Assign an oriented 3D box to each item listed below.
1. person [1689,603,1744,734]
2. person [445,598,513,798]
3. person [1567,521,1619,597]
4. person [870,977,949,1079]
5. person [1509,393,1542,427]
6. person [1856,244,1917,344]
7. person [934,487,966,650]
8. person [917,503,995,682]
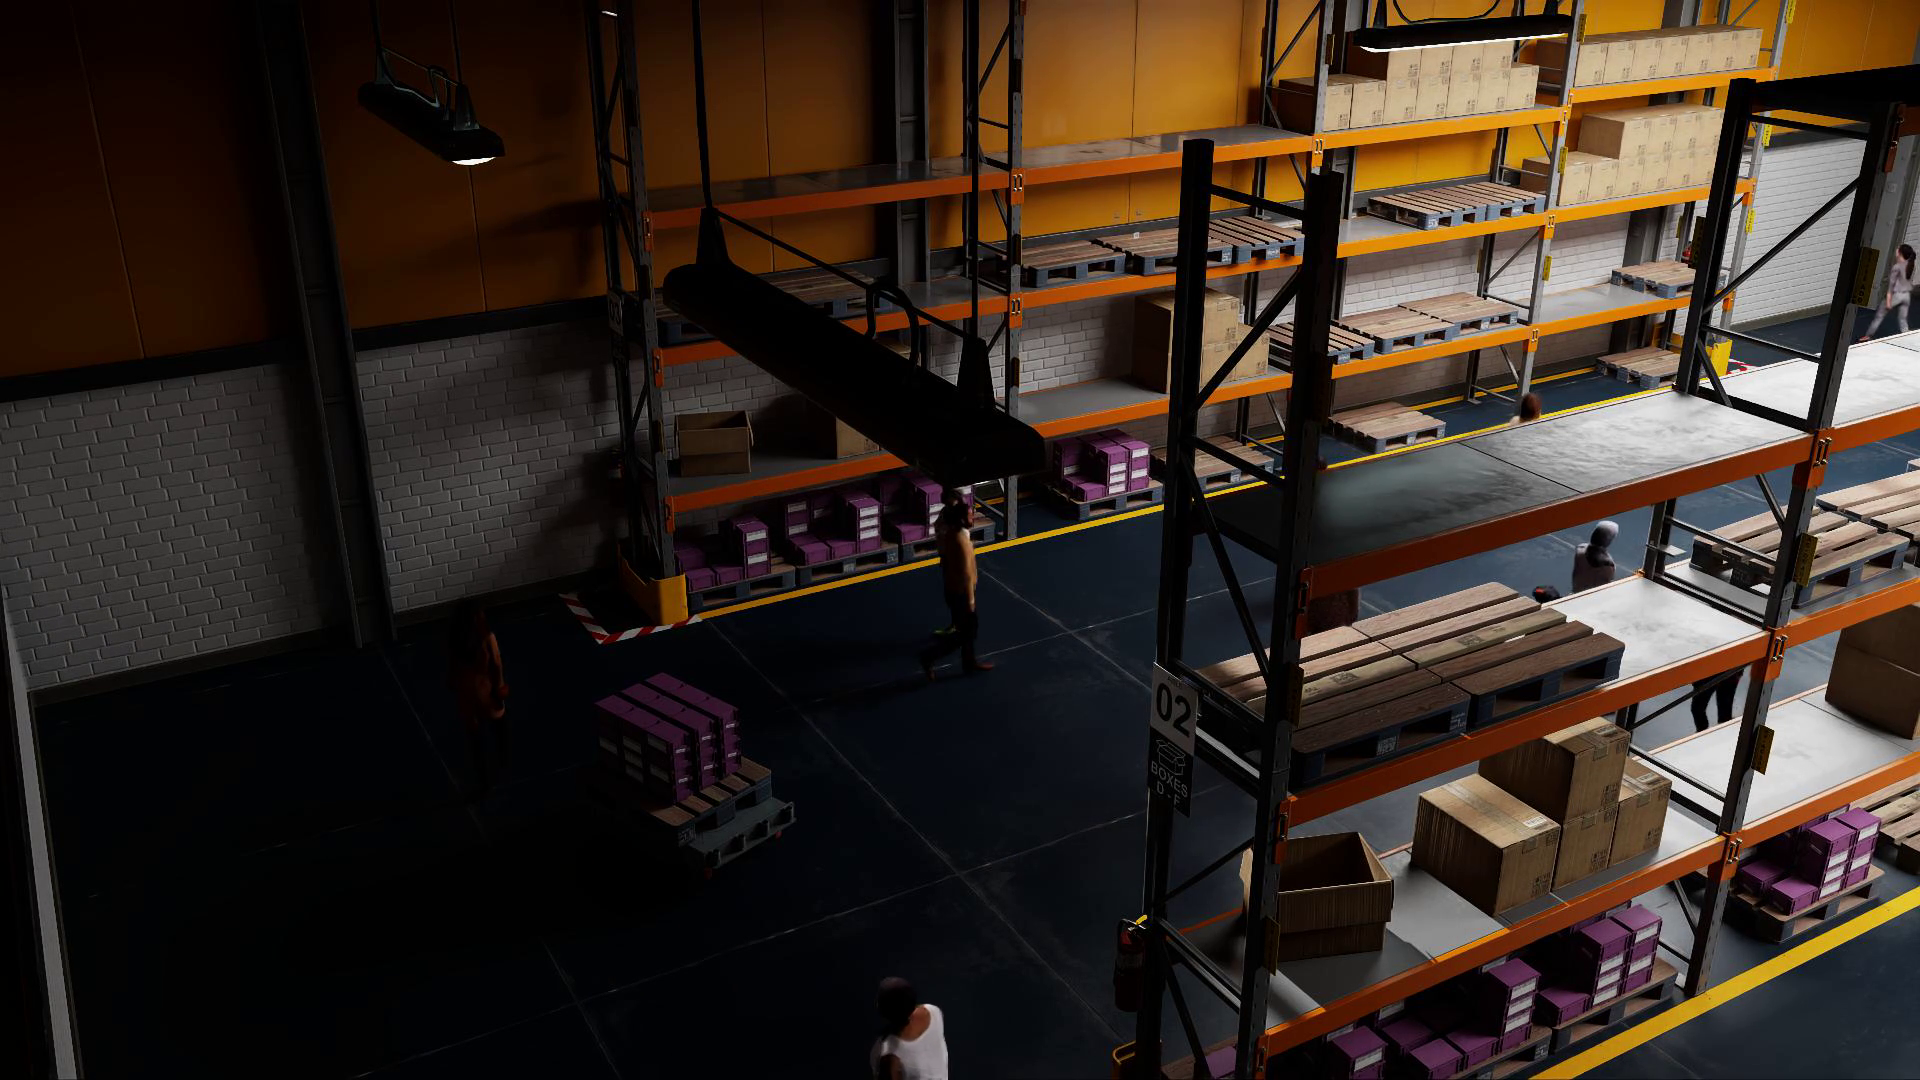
[{"bbox_3d":[6.472,1.130,14.062,0.534,1.517,0.822,-2,24,-5],"label":"person"},{"bbox_3d":[-3.914,1.306,13.426,0.877,1.703,0.904,-3,24,-6],"label":"person"},{"bbox_3d":[5.578,0.675,14.826,0.740,1.738,0.834,-12,26,-25],"label":"person"},{"bbox_3d":[-0.234,3.146,9.249,0.870,1.678,0.773,14,27,29],"label":"person"},{"bbox_3d":[6.134,-0.775,18.246,1.065,1.655,0.702,-18,29,-35],"label":"person"},{"bbox_3d":[13.850,-3.473,24.461,1.091,1.621,0.862,-7,24,-15],"label":"person"},{"bbox_3d":[-0.070,0.219,15.915,0.641,1.701,0.669,-4,24,-9],"label":"person"},{"bbox_3d":[-0.055,0.504,15.221,1.078,1.734,0.875,-4,24,-9],"label":"person"}]
